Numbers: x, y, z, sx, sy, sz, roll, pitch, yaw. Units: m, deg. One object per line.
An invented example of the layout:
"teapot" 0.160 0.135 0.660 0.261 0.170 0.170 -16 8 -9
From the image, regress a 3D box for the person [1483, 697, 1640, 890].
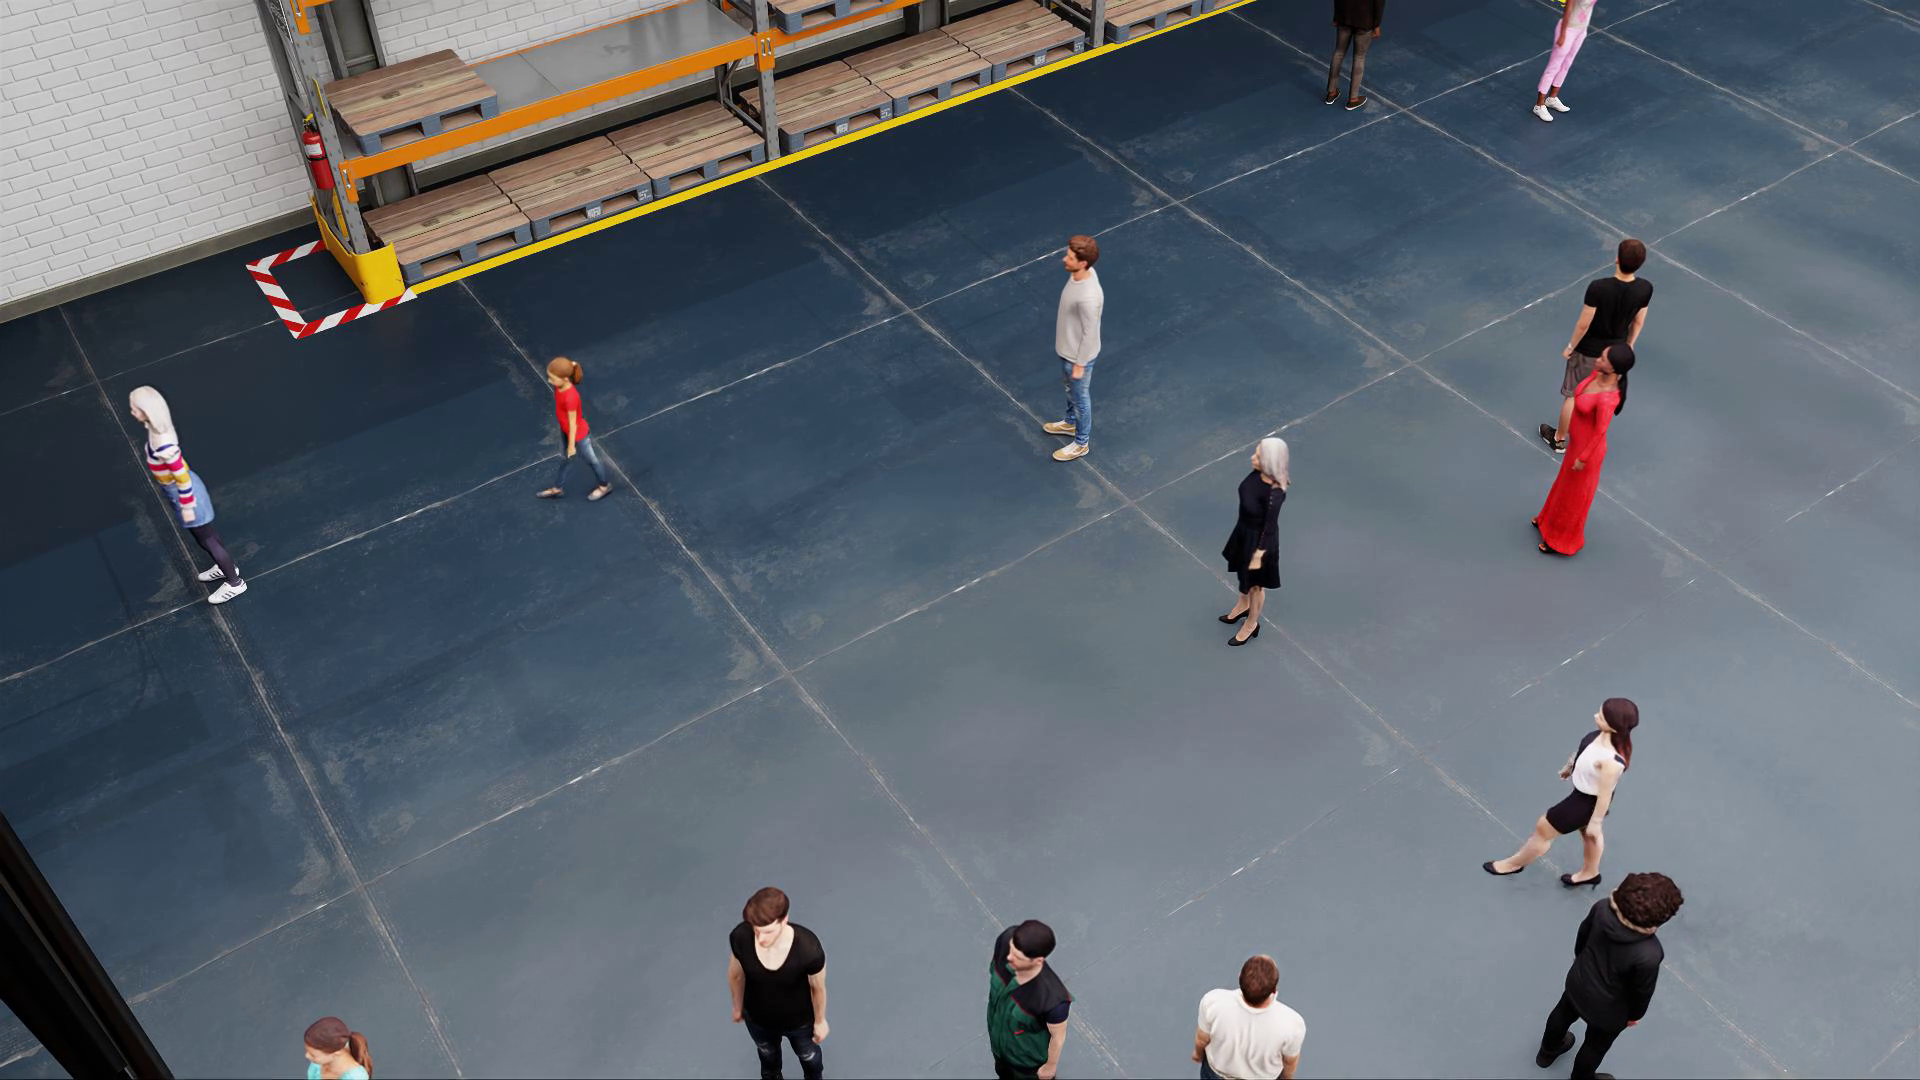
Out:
"person" 3.670 1.499 9.491 0.950 1.624 0.933 11 45 12

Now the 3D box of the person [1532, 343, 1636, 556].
"person" 4.373 -0.643 11.623 0.770 1.784 0.720 4 44 4

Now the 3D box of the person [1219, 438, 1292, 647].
"person" 1.943 0.004 10.971 0.712 1.747 0.695 -5 44 -5

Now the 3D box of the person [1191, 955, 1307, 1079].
"person" 1.372 2.617 8.149 0.753 1.856 0.771 14 45 15

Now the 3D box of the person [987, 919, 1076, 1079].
"person" 0.326 2.463 8.277 0.553 1.901 0.658 -25 49 -24

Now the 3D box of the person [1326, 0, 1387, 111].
"person" 3.882 -5.098 16.287 0.726 1.800 0.676 27 50 25

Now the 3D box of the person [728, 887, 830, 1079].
"person" -0.903 2.348 8.402 0.750 1.897 0.806 8 44 8

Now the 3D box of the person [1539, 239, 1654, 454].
"person" 4.769 -1.434 12.397 0.708 1.862 0.831 -3 44 -3

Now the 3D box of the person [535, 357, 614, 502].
"person" -2.755 -0.814 12.158 0.795 1.293 0.557 -20 47 -20

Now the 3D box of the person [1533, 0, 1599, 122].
"person" 5.951 -4.956 16.182 0.457 1.740 0.636 -29 51 -27

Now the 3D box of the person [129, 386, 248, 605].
"person" -5.240 -0.315 11.262 0.513 1.808 0.664 -23 48 -22

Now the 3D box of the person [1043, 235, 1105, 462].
"person" 0.879 -1.441 12.373 0.735 1.905 0.744 -6 44 -7

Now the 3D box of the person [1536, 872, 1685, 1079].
"person" 3.317 2.287 8.551 0.636 1.779 0.665 -18 47 -18

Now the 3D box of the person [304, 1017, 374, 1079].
"person" -2.943 2.801 8.171 0.559 1.558 0.561 -30 51 -28
